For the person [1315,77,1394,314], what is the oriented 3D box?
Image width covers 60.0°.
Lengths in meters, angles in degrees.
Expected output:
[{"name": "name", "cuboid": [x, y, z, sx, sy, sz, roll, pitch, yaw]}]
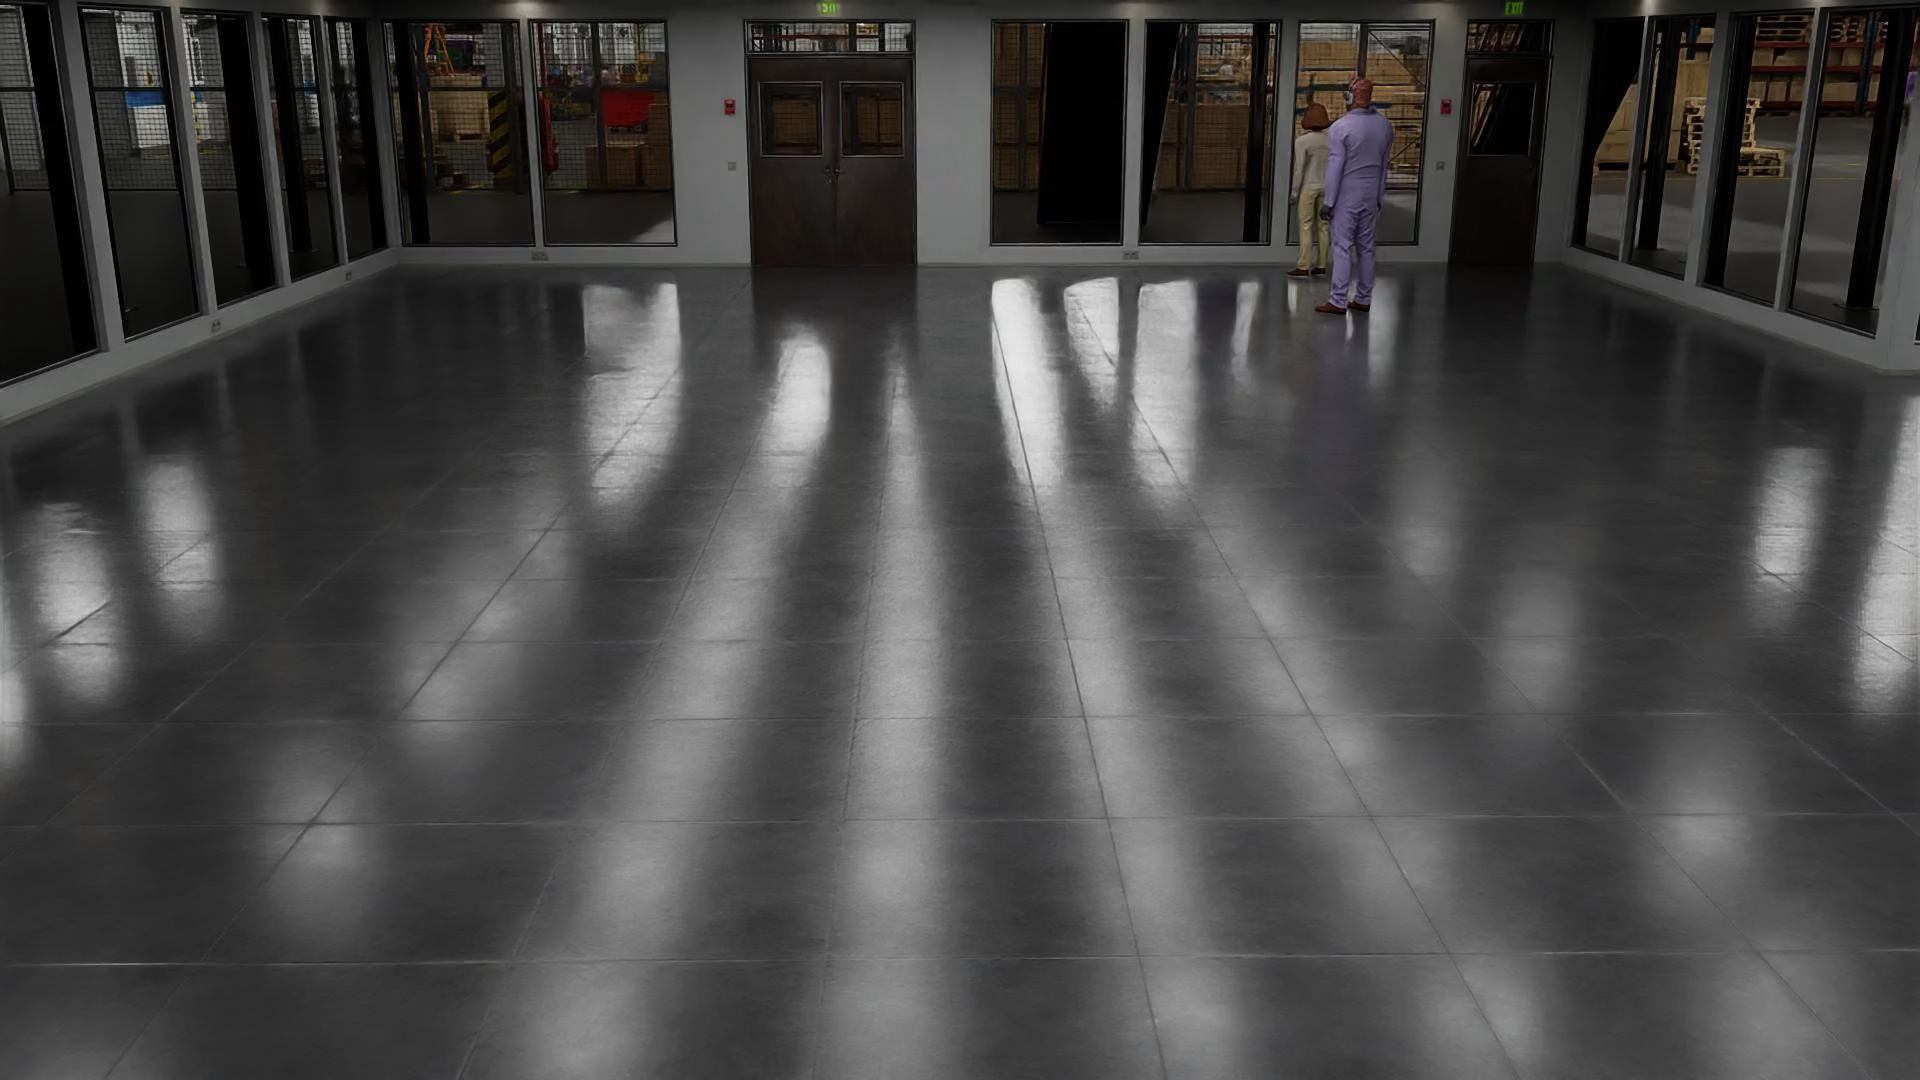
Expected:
[{"name": "person", "cuboid": [3.225, -2.819, 13.697, 0.643, 1.909, 0.410, -10, 19, -30]}]

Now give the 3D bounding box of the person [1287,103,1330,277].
[{"name": "person", "cuboid": [3.381, -3.343, 15.951, 0.499, 1.636, 0.285, -9, 19, -29]}]
